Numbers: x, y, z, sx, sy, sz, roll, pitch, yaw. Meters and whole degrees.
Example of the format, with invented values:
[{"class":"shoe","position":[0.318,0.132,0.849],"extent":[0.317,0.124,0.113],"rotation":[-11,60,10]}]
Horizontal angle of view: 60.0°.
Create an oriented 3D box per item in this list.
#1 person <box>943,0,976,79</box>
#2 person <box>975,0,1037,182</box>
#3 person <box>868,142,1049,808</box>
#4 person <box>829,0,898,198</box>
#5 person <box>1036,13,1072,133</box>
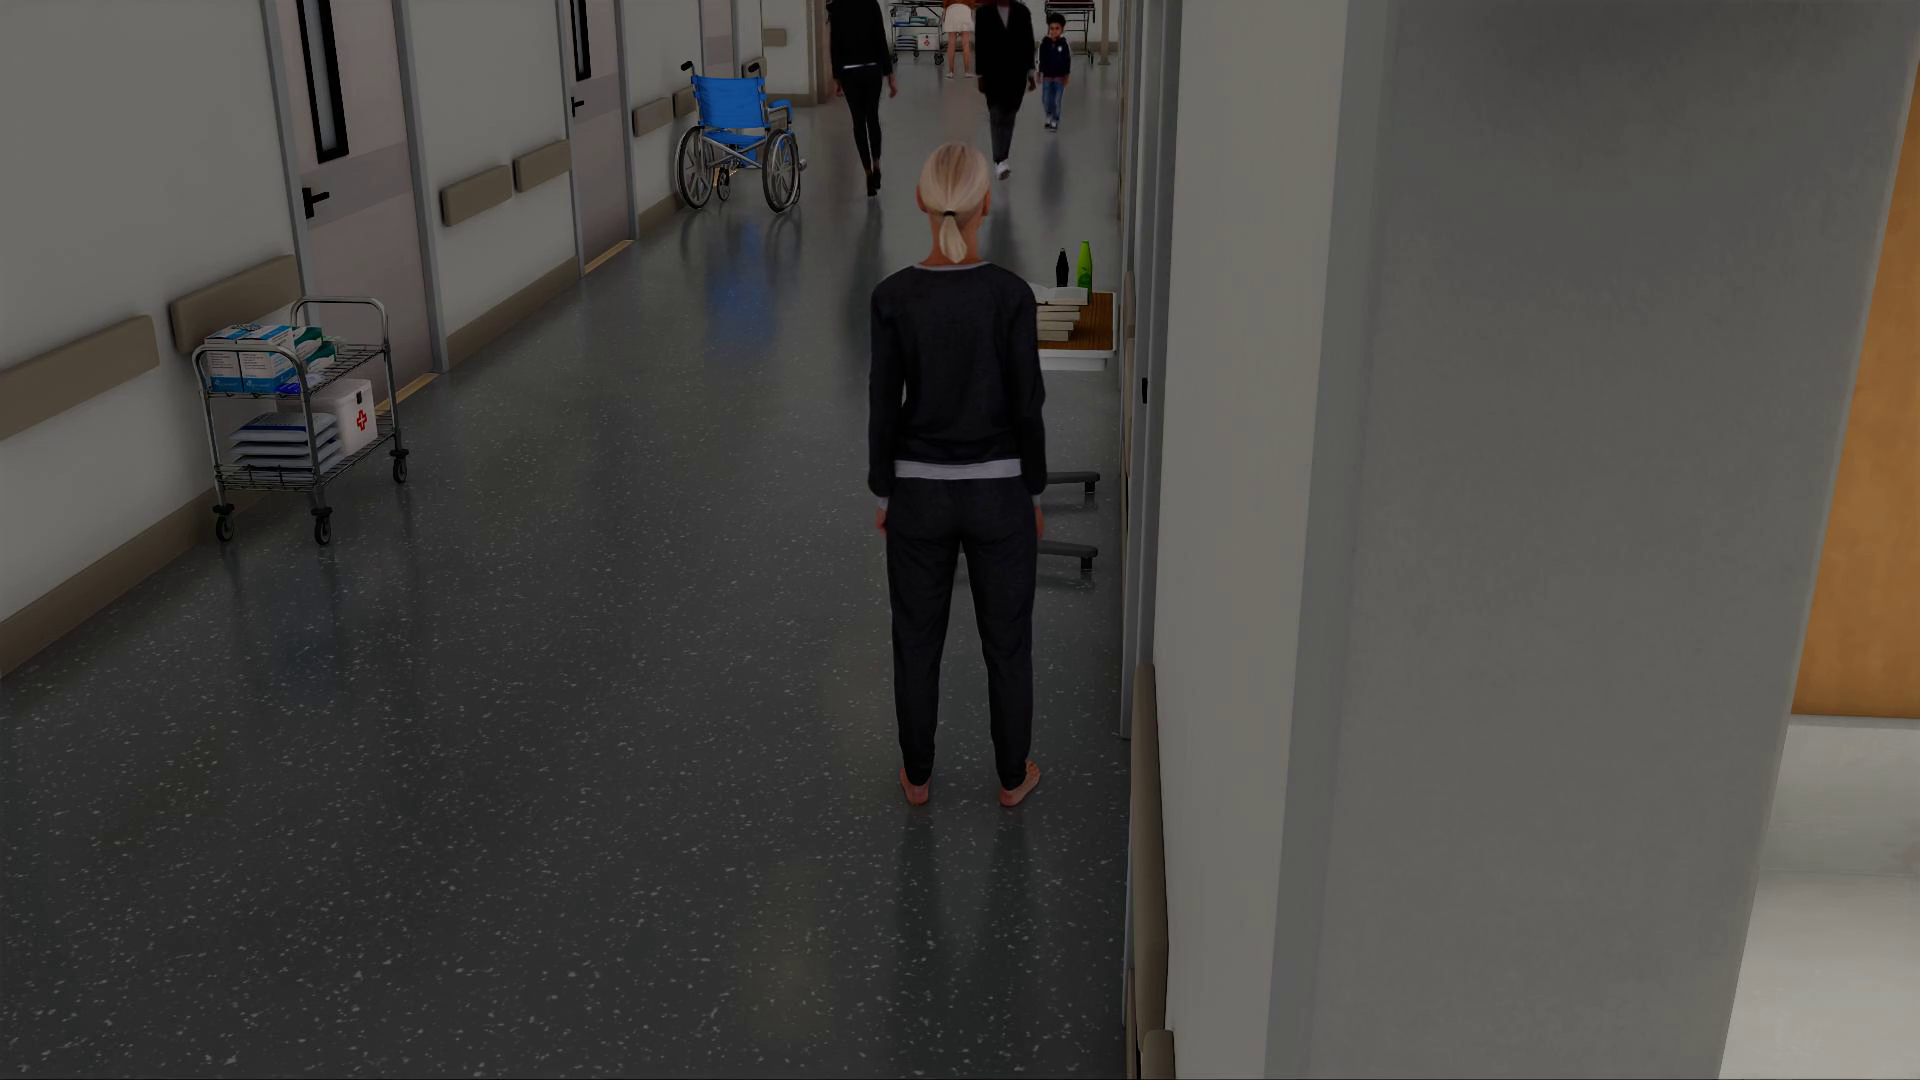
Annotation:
[{"class":"person","position":[-0.020,-7.394,23.375],"extent":[0.611,1.723,0.566],"rotation":[1,21,2]},{"class":"person","position":[0.381,-3.986,14.382],"extent":[0.830,1.719,1.160],"rotation":[-3,21,-9]},{"class":"person","position":[-0.001,-0.133,4.201],"extent":[0.598,1.725,0.504],"rotation":[2,21,5]},{"class":"person","position":[-0.795,-3.661,13.400],"extent":[0.771,1.807,0.787],"rotation":[-2,21,-6]},{"class":"person","position":[1.009,-4.960,17.659],"extent":[0.556,1.219,0.538],"rotation":[5,21,13]}]
